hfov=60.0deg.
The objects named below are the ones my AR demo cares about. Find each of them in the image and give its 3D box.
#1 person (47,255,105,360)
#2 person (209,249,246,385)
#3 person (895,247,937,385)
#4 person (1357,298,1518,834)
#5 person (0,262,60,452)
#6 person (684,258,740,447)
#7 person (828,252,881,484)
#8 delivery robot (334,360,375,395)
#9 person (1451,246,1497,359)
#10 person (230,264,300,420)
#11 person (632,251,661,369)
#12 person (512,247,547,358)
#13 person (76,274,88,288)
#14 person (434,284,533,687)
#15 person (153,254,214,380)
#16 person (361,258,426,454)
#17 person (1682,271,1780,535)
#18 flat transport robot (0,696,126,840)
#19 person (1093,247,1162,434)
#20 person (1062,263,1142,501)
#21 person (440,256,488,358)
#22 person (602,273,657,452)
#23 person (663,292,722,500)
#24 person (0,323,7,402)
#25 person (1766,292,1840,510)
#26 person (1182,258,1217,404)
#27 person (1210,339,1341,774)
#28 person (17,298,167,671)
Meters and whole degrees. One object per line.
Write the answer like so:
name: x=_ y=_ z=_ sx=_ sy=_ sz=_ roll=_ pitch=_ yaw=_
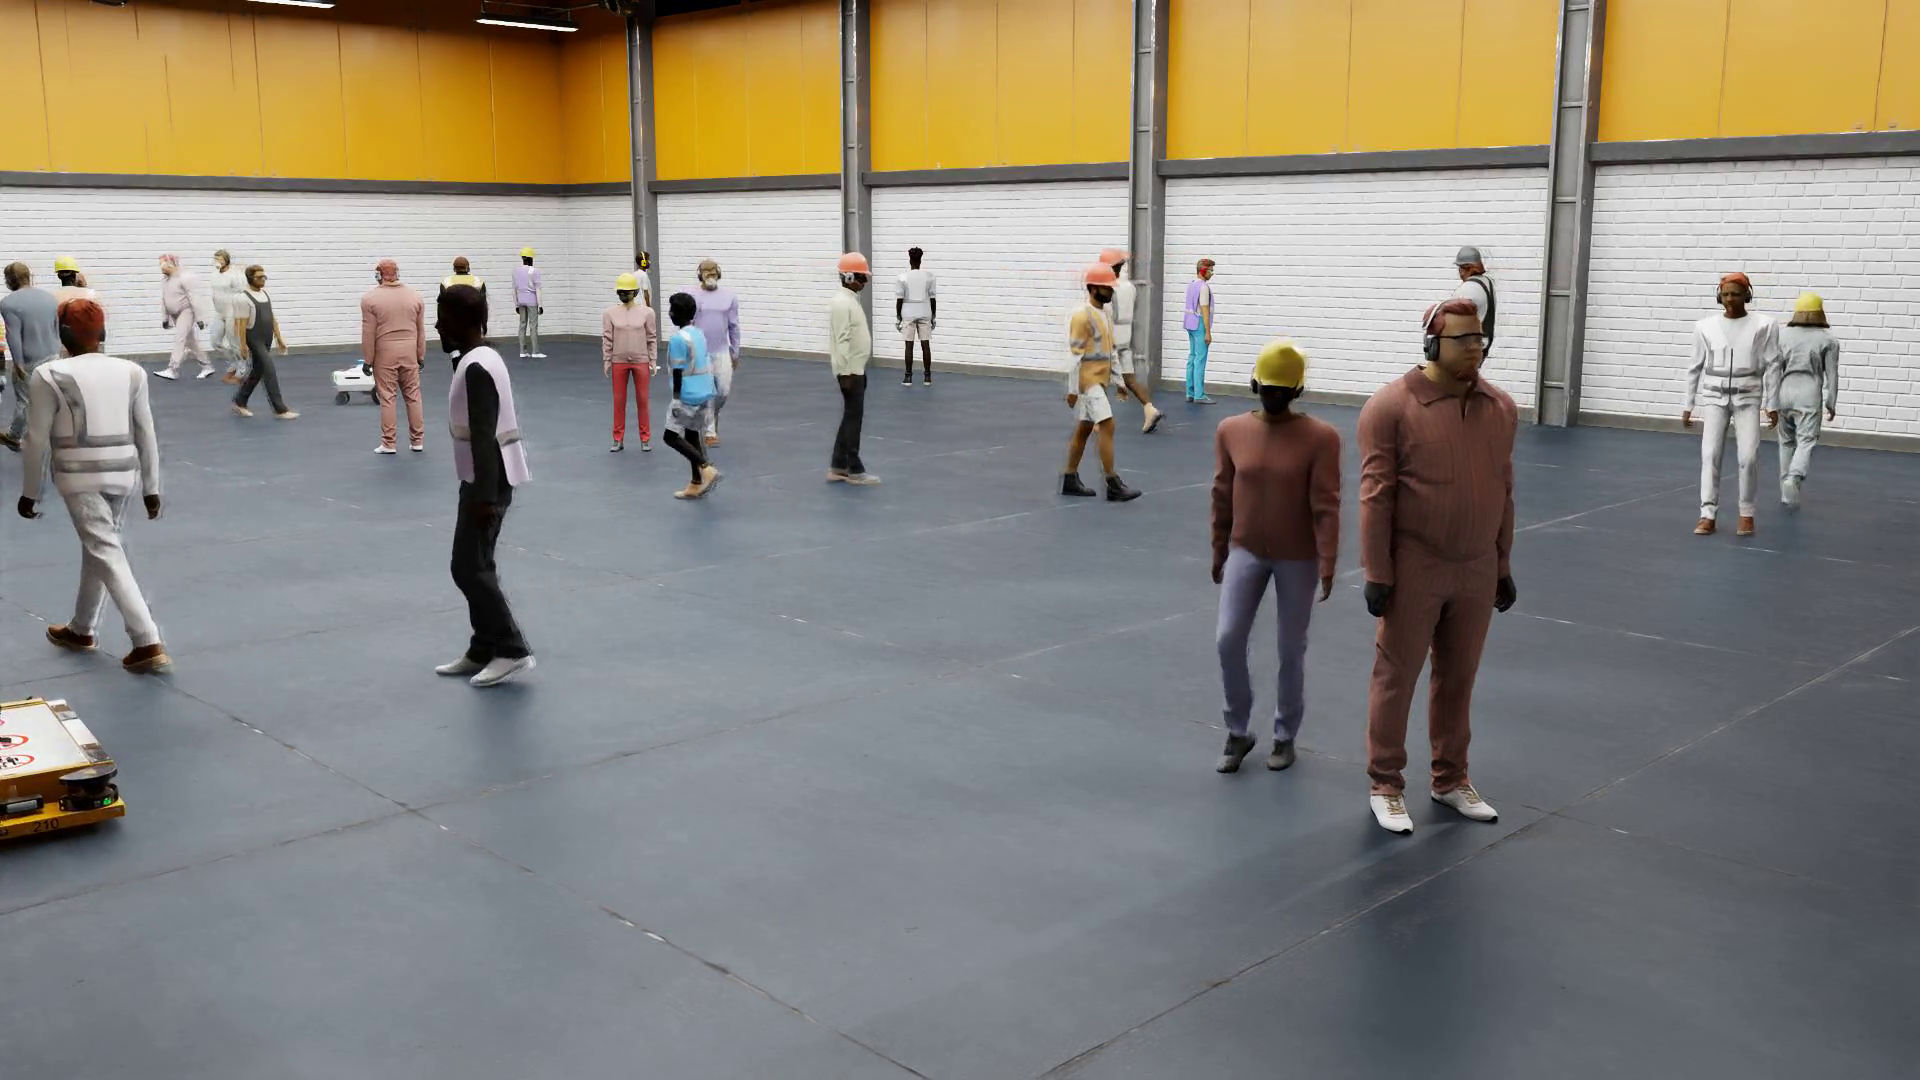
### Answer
person: x=-9.080 y=-1.941 z=17.046 sx=0.590 sy=1.923 sz=0.383 roll=-8 pitch=13 yaw=-36
person: x=-10.468 y=-3.180 z=23.788 sx=0.650 sy=1.925 sz=0.468 roll=6 pitch=12 yaw=28
person: x=-0.625 y=-3.180 z=23.687 sx=0.602 sy=1.966 sz=0.368 roll=-2 pitch=11 yaw=-10
person: x=1.737 y=0.093 z=5.994 sx=0.643 sy=1.913 sz=0.410 roll=-4 pitch=11 yaw=-20
person: x=-9.040 y=-1.762 z=16.210 sx=1.088 sy=1.873 sz=0.650 roll=5 pitch=12 yaw=27
person: x=-2.554 y=-1.908 z=16.934 sx=0.633 sy=1.910 sz=0.627 roll=-4 pitch=11 yaw=-22
person: x=-0.917 y=-1.464 z=14.282 sx=0.447 sy=1.996 sz=0.620 roll=1 pitch=10 yaw=5
delivery robot: x=-7.542 y=-2.038 z=21.054 sx=0.707 sy=0.478 sz=0.477 roll=-2 pitch=11 yaw=-13
person: x=5.343 y=-2.096 z=17.575 sx=0.538 sy=2.000 sz=0.712 roll=9 pitch=13 yaw=39
person: x=-8.157 y=-2.293 z=19.286 sx=0.938 sy=1.812 sz=0.511 roll=2 pitch=11 yaw=9
person: x=-5.043 y=-3.657 z=26.546 sx=0.328 sy=1.873 sz=0.520 roll=-7 pitch=13 yaw=-35
person: x=-7.504 y=-4.124 z=28.942 sx=0.593 sy=1.926 sz=0.366 roll=4 pitch=11 yaw=22
person: x=-12.200 y=-2.873 z=23.004 sx=0.854 sy=1.589 sz=0.547 roll=-5 pitch=12 yaw=-26
person: x=-2.296 y=-0.258 z=7.924 sx=0.476 sy=1.907 sz=0.647 roll=-3 pitch=11 yaw=-16
person: x=-11.531 y=-3.290 z=24.627 sx=0.680 sy=1.854 sz=1.020 roll=8 pitch=13 yaw=36
person: x=-5.550 y=-1.792 z=16.288 sx=0.638 sy=1.906 sz=0.408 roll=-9 pitch=14 yaw=-42
person: x=5.485 y=-0.964 z=11.849 sx=0.628 sy=1.876 sz=0.424 roll=7 pitch=13 yaw=34
flat transport robot: x=-3.692 y=0.849 z=6.346 sx=0.652 sy=0.197 sz=1.431 roll=-8 pitch=13 yaw=-36
person: x=1.729 y=-2.134 z=17.886 sx=0.943 sy=2.013 sz=0.617 roll=10 pitch=14 yaw=43
person: x=1.188 y=-1.265 z=13.420 sx=0.869 sy=1.903 sz=0.551 roll=5 pitch=11 yaw=24
person: x=-6.840 y=-2.984 z=22.966 sx=0.630 sy=1.840 sz=0.429 roll=-4 pitch=11 yaw=-21
person: x=-3.252 y=-1.744 z=16.407 sx=0.533 sy=1.765 sz=0.322 roll=-1 pitch=10 yaw=-6
person: x=-2.152 y=-1.138 z=13.306 sx=0.416 sy=1.679 sz=0.558 roll=2 pitch=11 yaw=13
person: x=-9.206 y=-1.553 z=15.605 sx=0.550 sy=1.662 sz=0.440 roll=-3 pitch=11 yaw=-14
person: x=6.572 y=-1.089 z=13.045 sx=0.497 sy=1.704 sz=0.844 roll=8 pitch=13 yaw=39
person: x=3.032 y=-2.642 z=21.102 sx=0.389 sy=1.837 sz=0.563 roll=-2 pitch=11 yaw=-12
person: x=1.227 y=0.077 z=6.540 sx=0.543 sy=1.734 sz=0.527 roll=5 pitch=11 yaw=24
person: x=-4.291 y=-0.276 z=8.248 sx=1.023 sy=1.835 sz=0.582 roll=5 pitch=12 yaw=26
